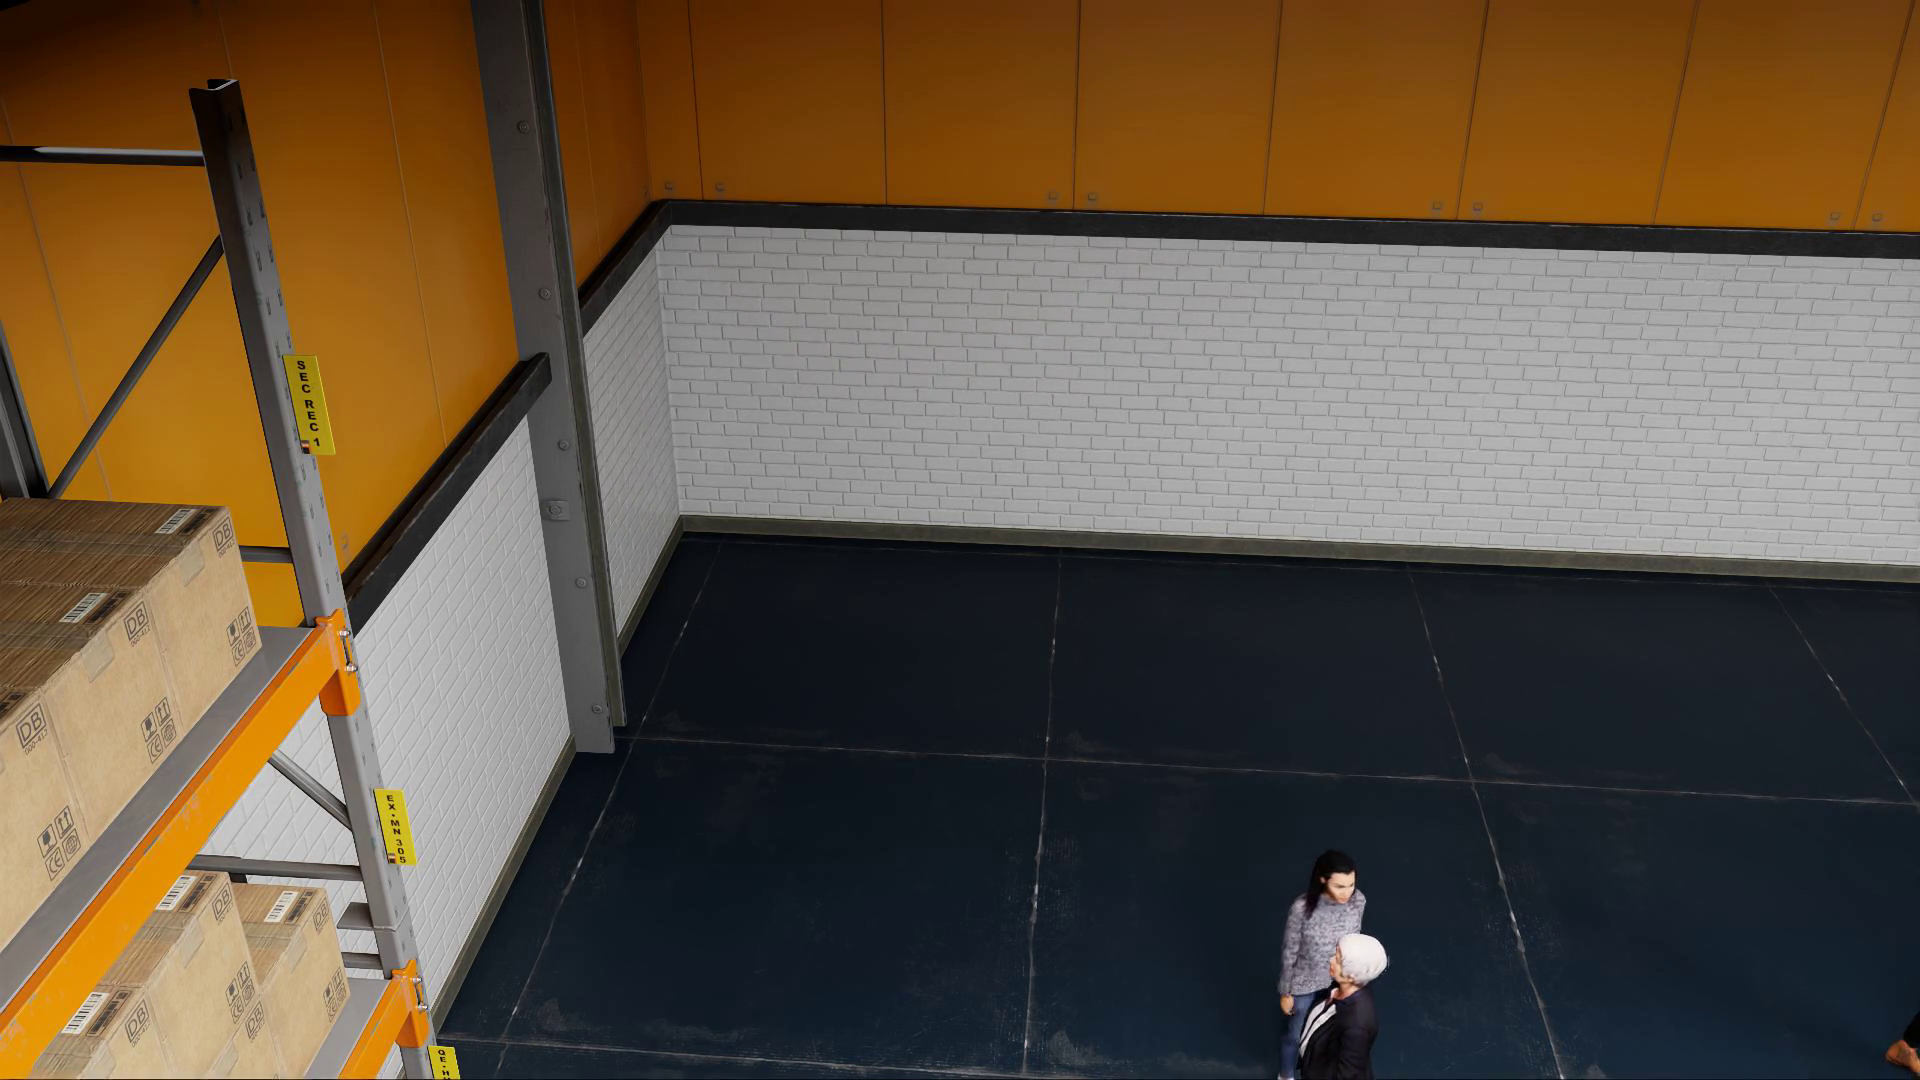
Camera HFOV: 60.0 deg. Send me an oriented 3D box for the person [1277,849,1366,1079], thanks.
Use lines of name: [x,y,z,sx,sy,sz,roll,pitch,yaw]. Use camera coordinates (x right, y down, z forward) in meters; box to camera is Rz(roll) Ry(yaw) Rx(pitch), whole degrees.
person: [1.864,2.268,8.857,0.693,1.711,0.801,-3,29,-5]

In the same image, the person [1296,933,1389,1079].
person: [1.660,2.487,7.629,0.713,1.772,0.627,4,29,7]
